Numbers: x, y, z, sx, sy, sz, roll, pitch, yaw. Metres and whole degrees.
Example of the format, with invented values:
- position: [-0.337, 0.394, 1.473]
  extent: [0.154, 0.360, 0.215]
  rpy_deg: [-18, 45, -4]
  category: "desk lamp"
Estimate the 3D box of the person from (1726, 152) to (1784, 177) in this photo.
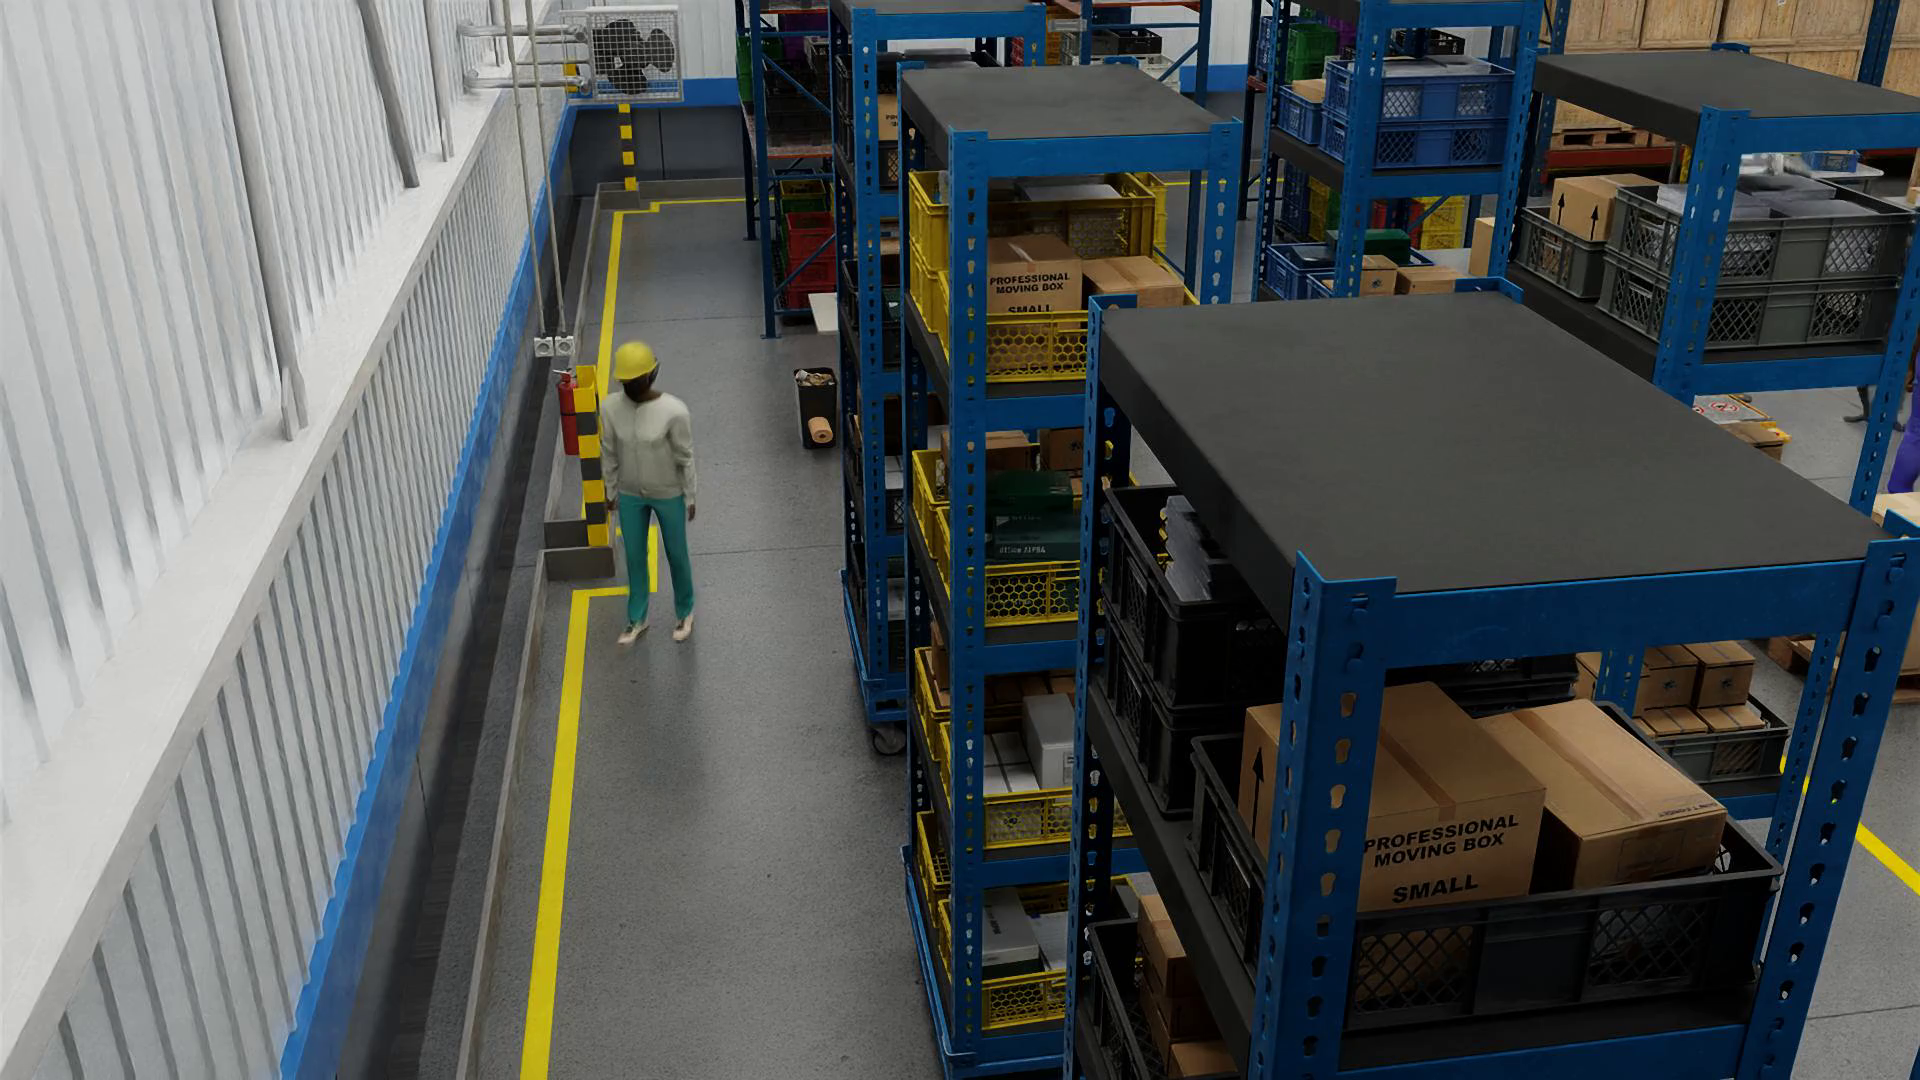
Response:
- position: [7.466, -3.344, 15.681]
  extent: [0.391, 1.845, 0.750]
  rpy_deg: [-20, 31, -36]
  category: "person"

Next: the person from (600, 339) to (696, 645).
- position: [-1.693, -0.253, 9.061]
  extent: [0.534, 1.764, 0.334]
  rpy_deg: [5, 25, 10]
  category: "person"

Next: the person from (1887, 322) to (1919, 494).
- position: [6.341, -1.064, 10.494]
  extent: [0.535, 2.000, 0.680]
  rpy_deg: [-18, 30, -33]
  category: "person"

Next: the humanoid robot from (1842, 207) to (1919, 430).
- position: [6.818, -1.608, 12.116]
  extent: [0.611, 1.640, 0.495]
  rpy_deg: [-20, 31, -37]
  category: "humanoid robot"

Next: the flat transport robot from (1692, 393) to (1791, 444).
- position: [5.224, -0.859, 12.132]
  extent: [1.431, 0.197, 0.652]
  rpy_deg: [-4, 25, -8]
  category: "flat transport robot"
